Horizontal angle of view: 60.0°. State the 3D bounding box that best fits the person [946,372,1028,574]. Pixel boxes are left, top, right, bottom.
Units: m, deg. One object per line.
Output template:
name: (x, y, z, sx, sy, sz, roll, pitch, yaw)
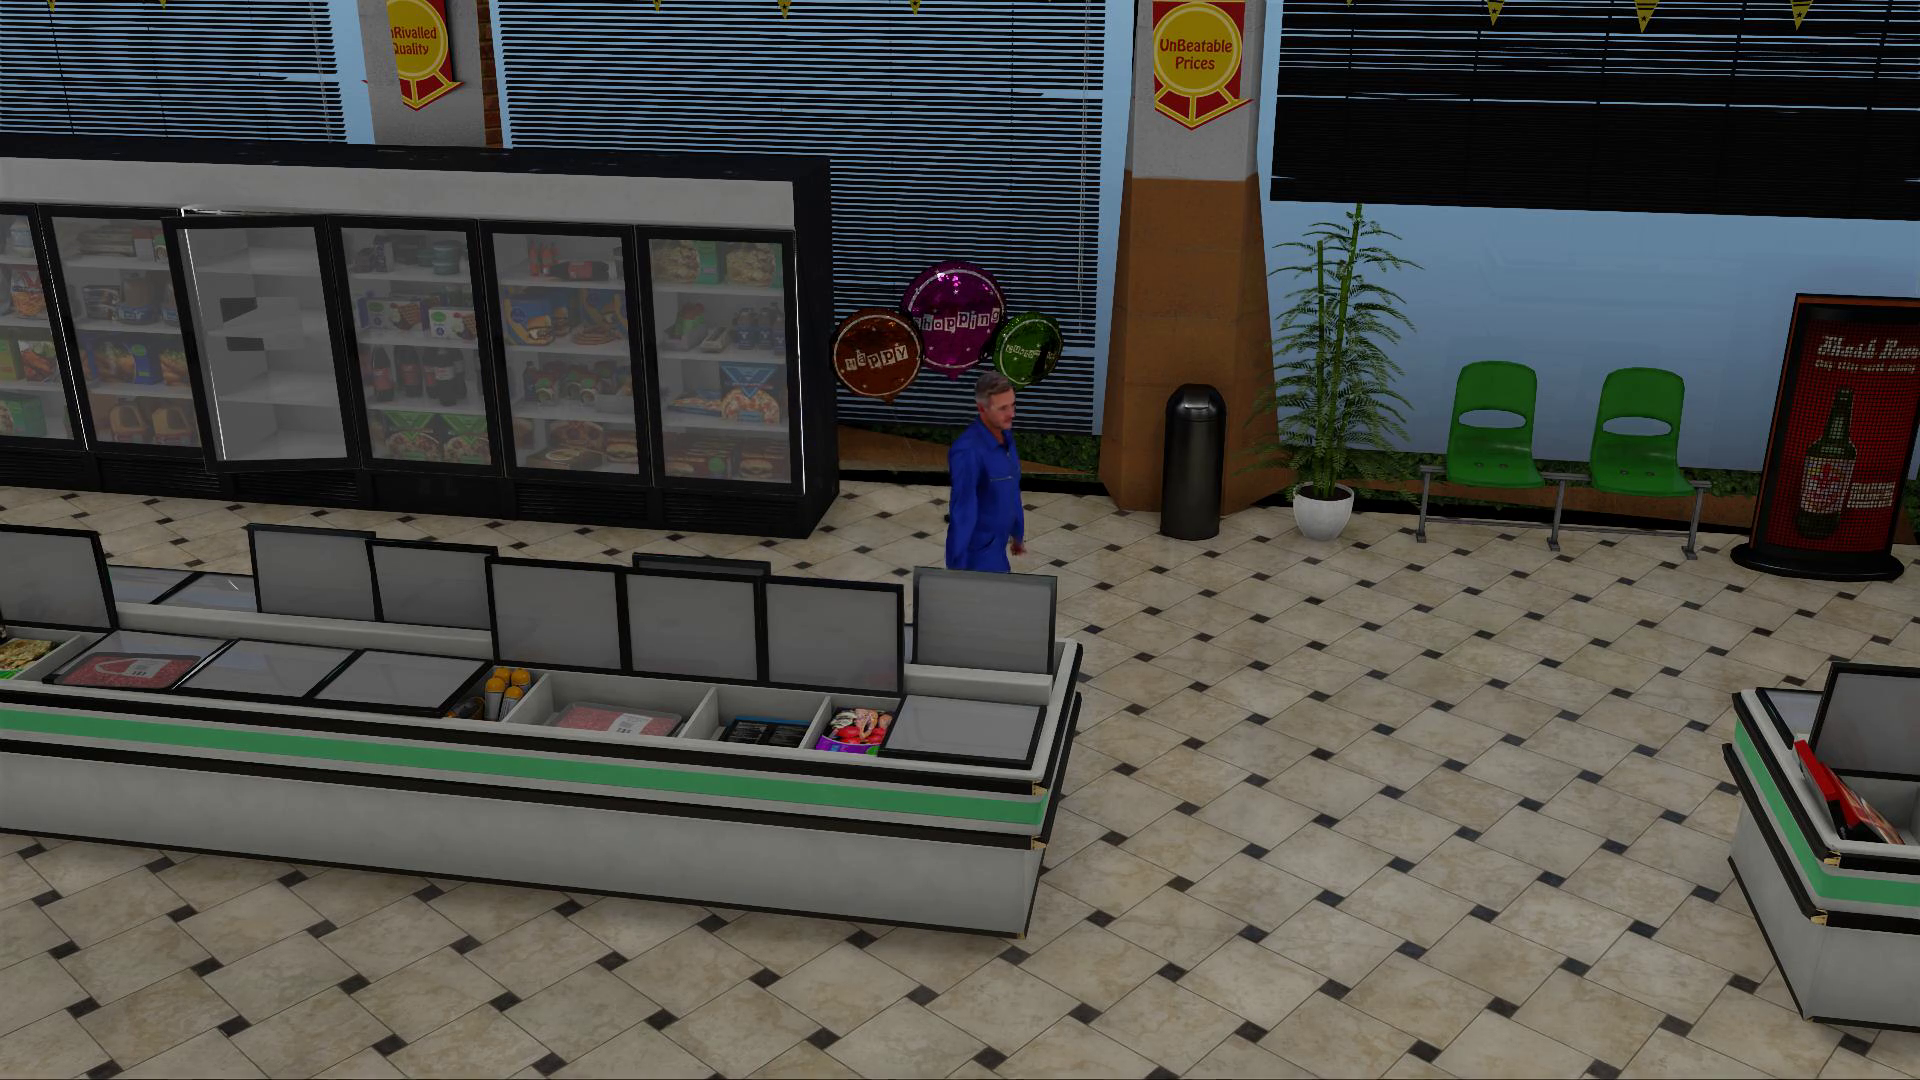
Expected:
person: (0.023, 0.024, 8.266, 0.833, 1.804, 0.852, 8, 23, 20)
